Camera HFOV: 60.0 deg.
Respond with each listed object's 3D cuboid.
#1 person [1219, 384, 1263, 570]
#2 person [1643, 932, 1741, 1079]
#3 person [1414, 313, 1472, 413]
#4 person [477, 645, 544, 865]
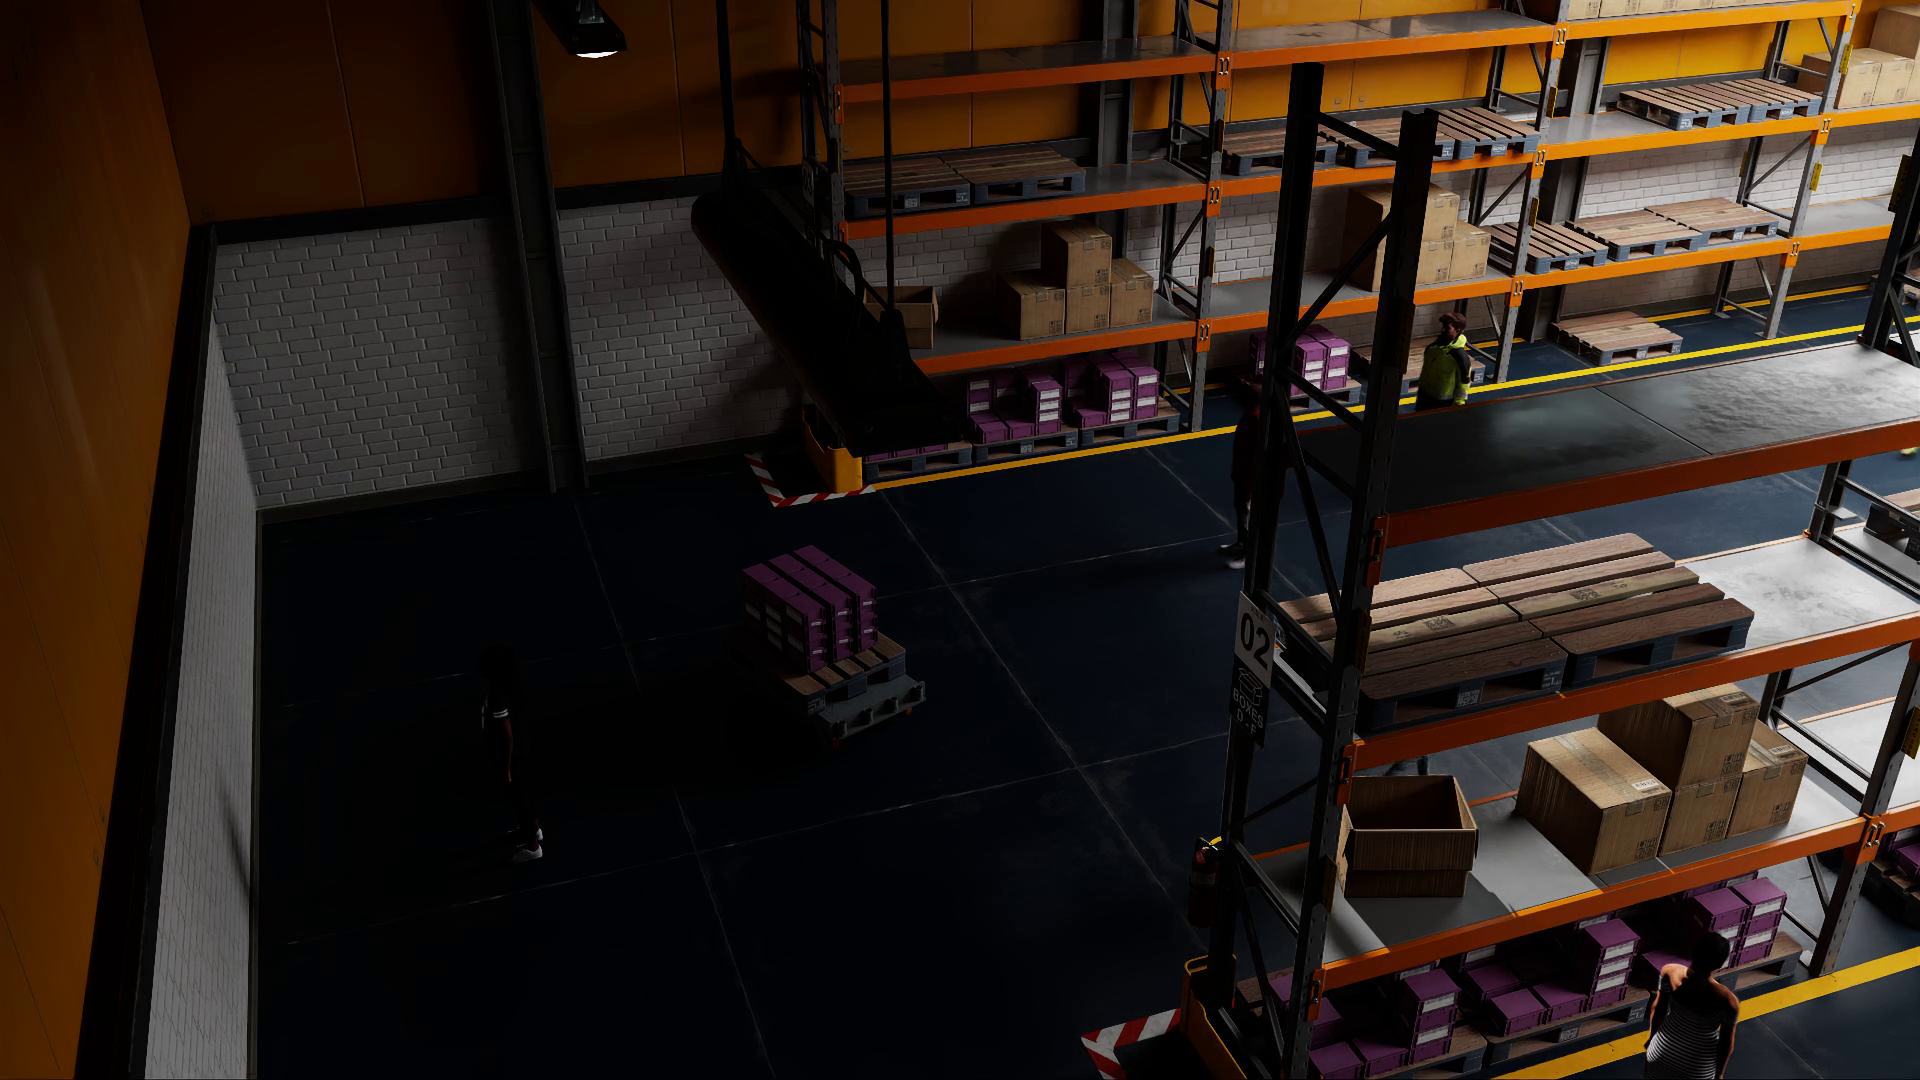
[{"bbox_3d":[2.665,-0.610,15.365,0.684,1.818,0.735,0,29,-1],"label":"person"},{"bbox_3d":[3.904,2.845,9.025,0.670,1.823,0.672,25,37,38],"label":"person"},{"bbox_3d":[4.777,-1.331,16.514,0.684,1.983,0.798,-14,32,-24],"label":"person"},{"bbox_3d":[-3.149,1.481,11.625,0.613,1.729,0.656,-4,29,-7],"label":"person"}]
